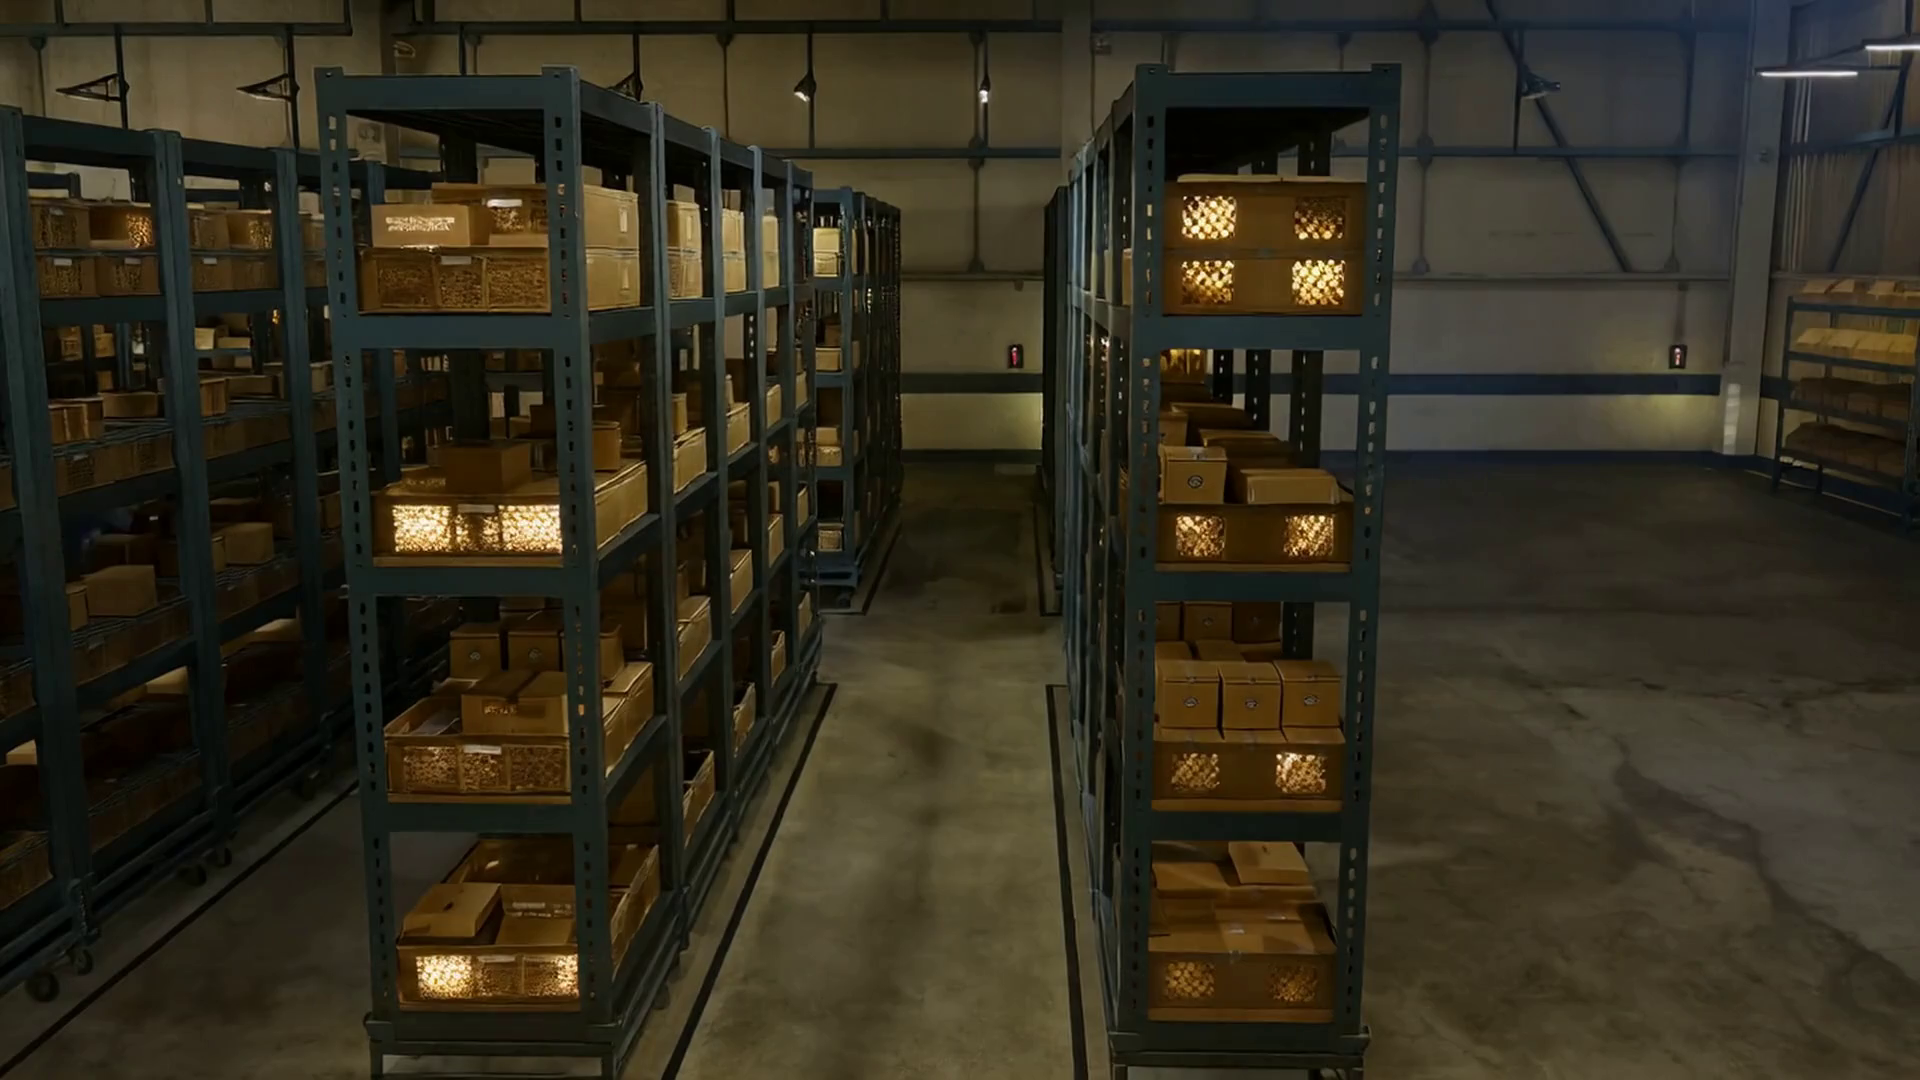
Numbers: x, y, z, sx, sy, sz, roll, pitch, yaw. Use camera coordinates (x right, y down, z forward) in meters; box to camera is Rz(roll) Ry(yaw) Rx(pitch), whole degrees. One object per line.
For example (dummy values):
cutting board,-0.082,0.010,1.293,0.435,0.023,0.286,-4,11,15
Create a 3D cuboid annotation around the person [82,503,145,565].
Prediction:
person,-7.554,-0.353,14.803,0.657,1.758,0.955,1,10,7
